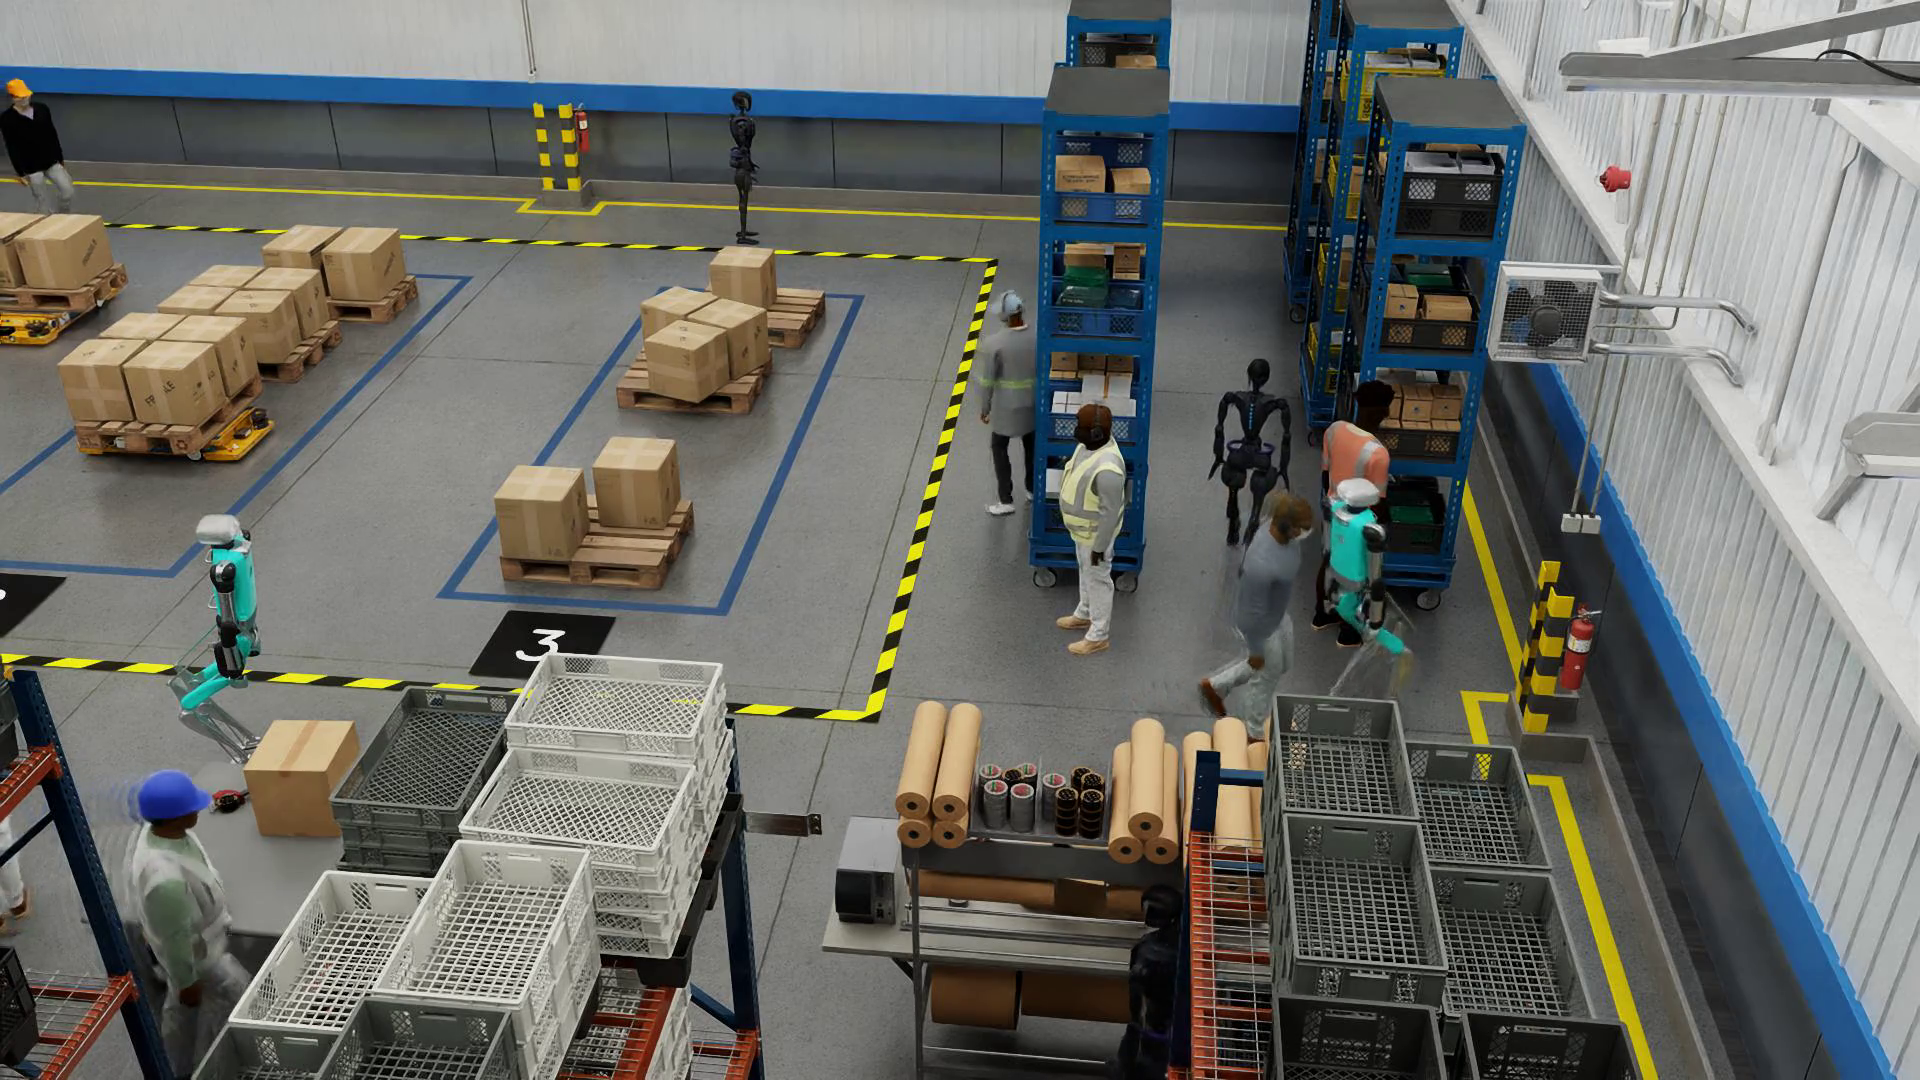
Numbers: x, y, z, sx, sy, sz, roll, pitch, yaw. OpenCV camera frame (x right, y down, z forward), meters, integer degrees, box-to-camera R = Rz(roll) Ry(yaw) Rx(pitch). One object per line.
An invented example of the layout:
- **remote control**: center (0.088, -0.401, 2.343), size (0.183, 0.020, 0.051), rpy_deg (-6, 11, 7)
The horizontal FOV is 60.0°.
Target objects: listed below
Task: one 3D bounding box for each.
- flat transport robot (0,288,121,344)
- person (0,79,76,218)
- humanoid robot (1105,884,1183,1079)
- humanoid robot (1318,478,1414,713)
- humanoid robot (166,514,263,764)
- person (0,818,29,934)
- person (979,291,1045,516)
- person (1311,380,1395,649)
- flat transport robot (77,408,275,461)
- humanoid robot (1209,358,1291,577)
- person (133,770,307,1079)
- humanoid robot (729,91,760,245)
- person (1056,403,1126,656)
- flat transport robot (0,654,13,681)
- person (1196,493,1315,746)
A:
- **flat transport robot**: center (-9.104, -2.336, 16.658), size (0.652, 0.197, 1.431), rpy_deg (2, 30, 4)
- **person**: center (-9.997, -4.077, 18.087), size (0.452, 1.866, 0.607), rpy_deg (17, 34, 26)
- **humanoid robot**: center (0.935, 2.248, 7.413), size (0.448, 1.647, 0.585), rpy_deg (20, 35, 30)
- **humanoid robot**: center (2.647, 0.374, 10.593), size (0.798, 1.792, 0.530), rpy_deg (-15, 34, -24)
- **humanoid robot**: center (-4.517, 0.631, 10.002), size (0.735, 1.672, 0.533), rpy_deg (-5, 31, -8)
- **person**: center (-5.352, 1.298, 8.851), size (0.592, 1.878, 0.380), rpy_deg (-23, 37, -33)
- **person**: center (0.471, -1.060, 12.957), size (0.648, 1.832, 0.520), rpy_deg (-10, 32, -16)
- **person**: center (2.681, -0.175, 11.295), size (0.376, 1.958, 0.602), rpy_deg (-14, 33, -23)
- **flat transport robot**: center (-6.728, -0.944, 14.268), size (1.431, 0.197, 0.652), rpy_deg (3, 30, 6)
- **humanoid robot**: center (2.160, -0.586, 12.310), size (0.609, 1.624, 0.754), rpy_deg (9, 31, 15)
- **person**: center (-3.493, 1.846, 7.871), size (0.964, 1.899, 0.628), rpy_deg (-13, 33, -21)
- **humanoid robot**: center (-2.373, -4.120, 18.338), size (0.315, 1.654, 0.599), rpy_deg (-2, 30, -3)
- **person**: center (0.880, -0.082, 11.250), size (0.431, 1.845, 0.618), rpy_deg (-4, 30, -7)
- **flat transport robot**: center (-7.142, 0.969, 11.010), size (1.431, 0.231, 0.659), rpy_deg (3, 30, 6)
- **person**: center (1.802, 0.502, 10.181), size (0.603, 1.906, 0.677), rpy_deg (14, 33, 22)
